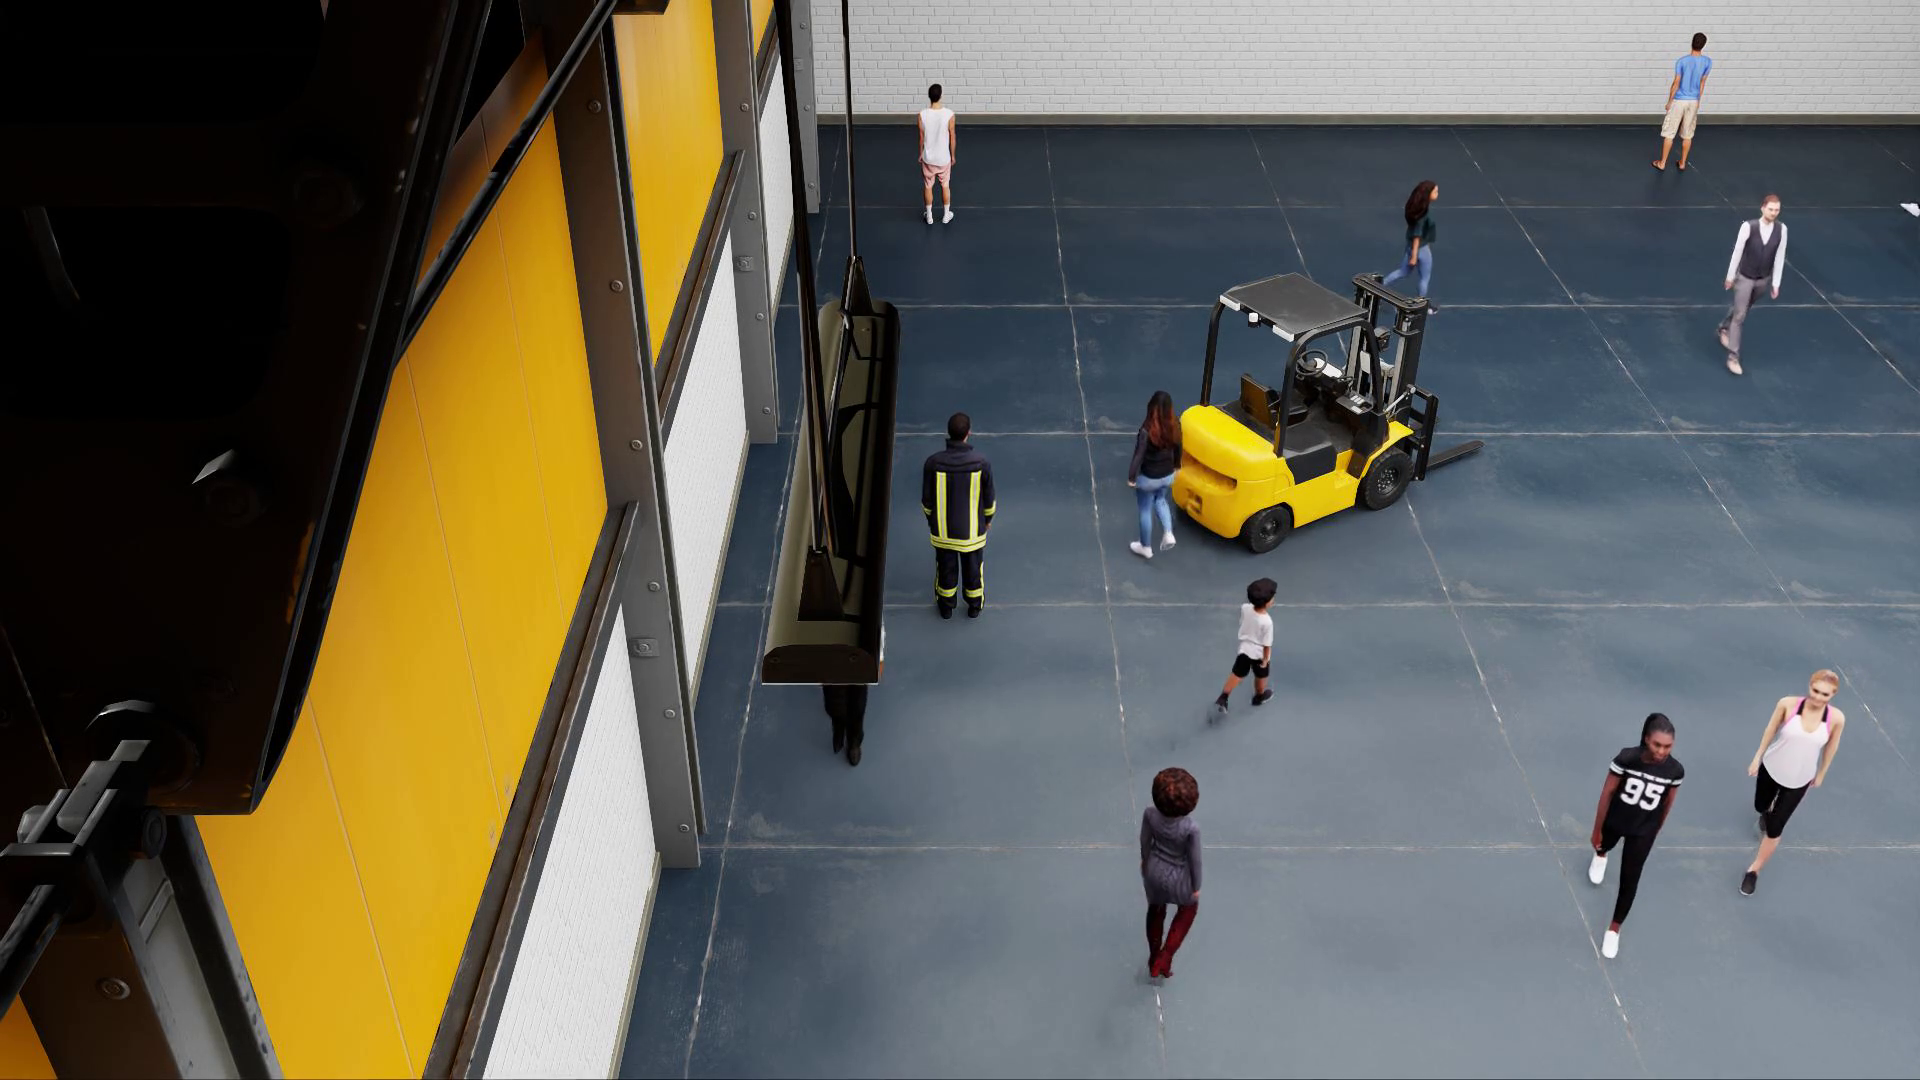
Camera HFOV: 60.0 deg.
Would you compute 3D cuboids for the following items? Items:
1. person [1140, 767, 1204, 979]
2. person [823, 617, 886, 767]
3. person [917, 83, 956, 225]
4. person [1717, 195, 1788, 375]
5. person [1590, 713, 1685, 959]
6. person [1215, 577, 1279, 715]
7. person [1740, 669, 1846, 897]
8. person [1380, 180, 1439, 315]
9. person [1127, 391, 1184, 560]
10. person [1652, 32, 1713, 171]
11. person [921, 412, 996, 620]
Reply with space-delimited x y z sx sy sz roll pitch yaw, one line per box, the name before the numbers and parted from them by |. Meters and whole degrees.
person | 1.294 2.193 10.560 0.740 1.702 0.788 20 38 27
person | -0.844 0.797 12.472 0.727 1.911 0.707 -2 34 -3
person | -0.309 -4.900 21.155 0.625 1.788 0.560 1 34 2
person | 8.531 -2.859 17.983 0.658 1.899 1.202 1 34 1
person | 4.452 1.837 11.111 0.934 1.684 1.276 13 36 18
person | 2.258 0.845 12.999 0.845 1.247 0.805 -25 41 -33
person | 5.697 1.563 11.453 1.009 1.763 1.184 20 38 27
person | 5.139 -3.336 18.975 0.697 1.595 0.984 3 34 5
person | 1.795 -0.550 14.756 0.861 1.626 0.900 -22 39 -29
person | 9.907 -5.989 22.724 0.651 1.862 0.556 1 34 2
person | -0.013 -0.191 13.944 0.767 1.927 0.646 1 34 2
